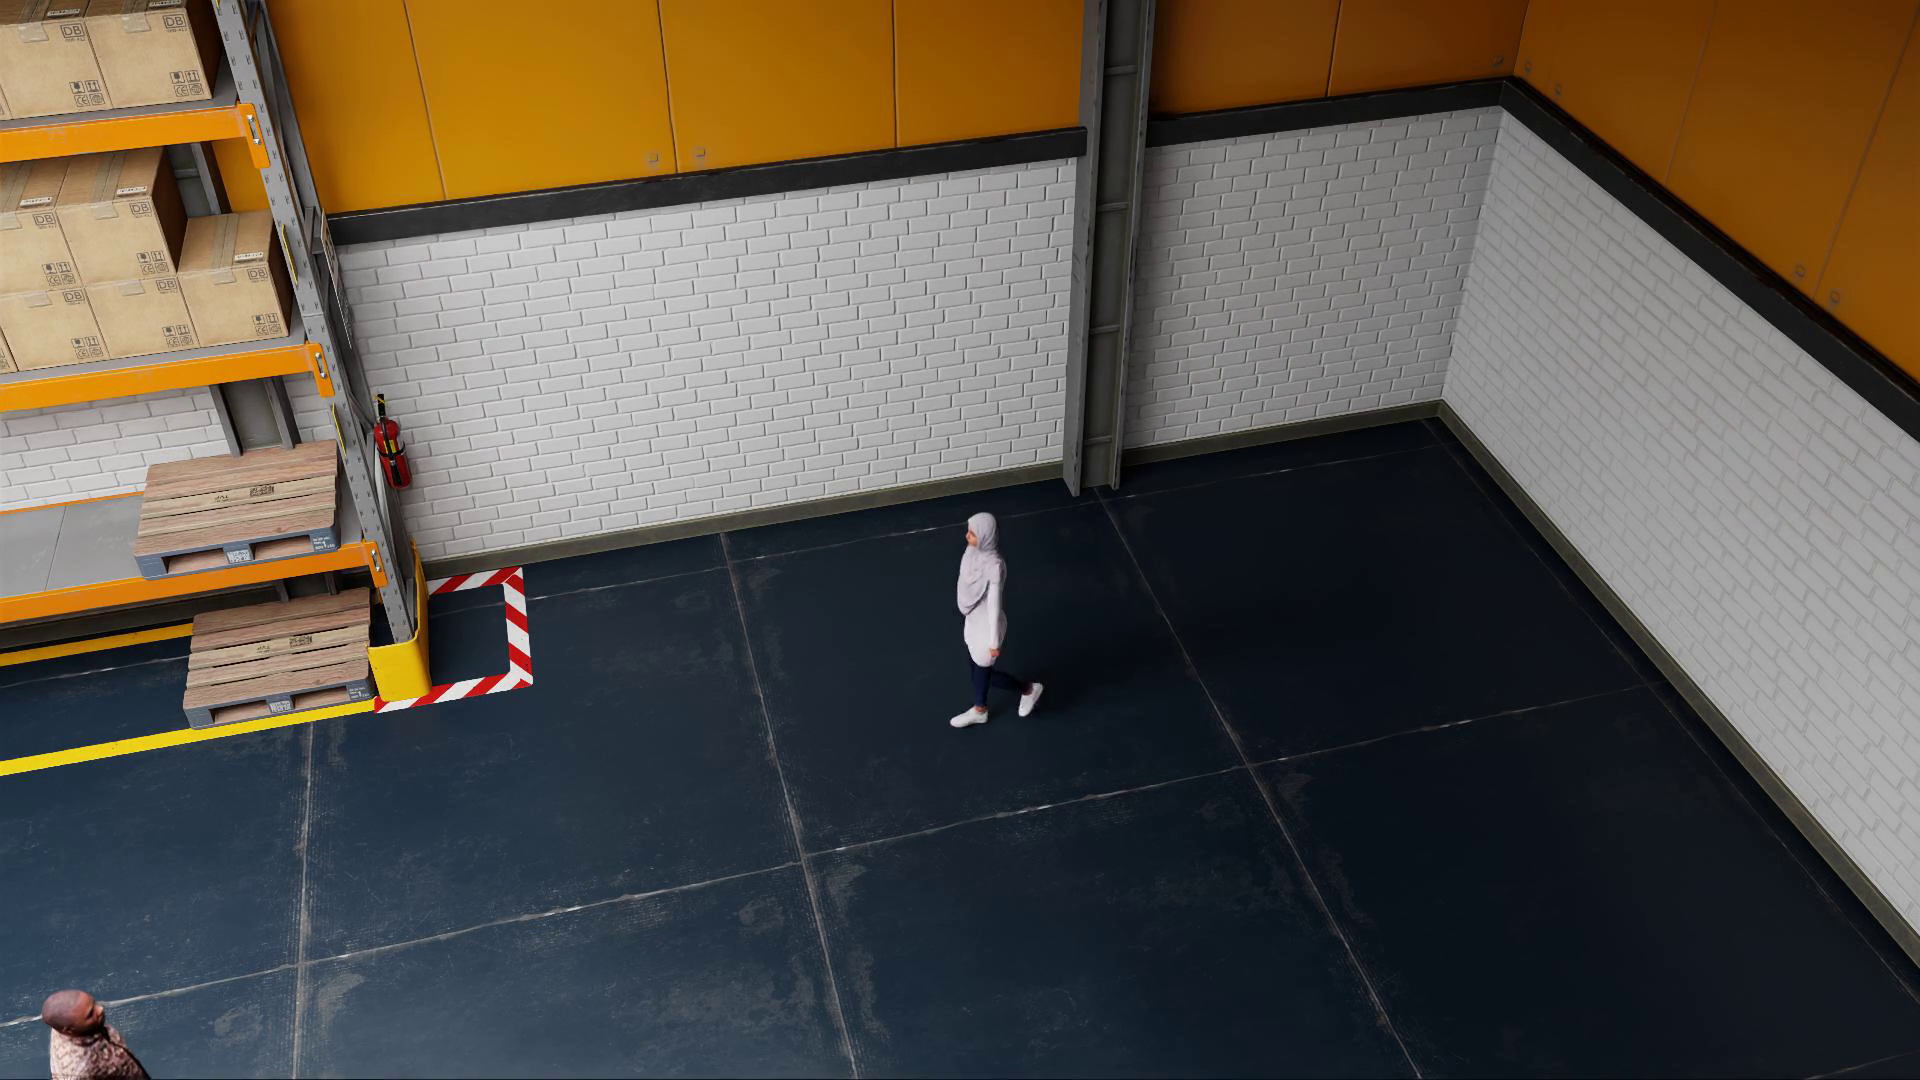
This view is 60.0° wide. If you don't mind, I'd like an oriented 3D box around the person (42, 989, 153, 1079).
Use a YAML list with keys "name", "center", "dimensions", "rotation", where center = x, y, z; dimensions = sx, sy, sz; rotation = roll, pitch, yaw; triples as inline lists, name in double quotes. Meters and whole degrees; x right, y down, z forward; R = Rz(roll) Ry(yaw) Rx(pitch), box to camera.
- name: "person"
  center: [-4.060, 2.755, 7.981]
  dimensions: [0.634, 1.805, 0.710]
  rotation: [-16, 41, -19]

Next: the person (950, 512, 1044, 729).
- name: "person"
  center: [0.240, 0.533, 10.794]
  dimensions: [0.834, 1.767, 0.610]
  rotation: [-10, 40, -12]
